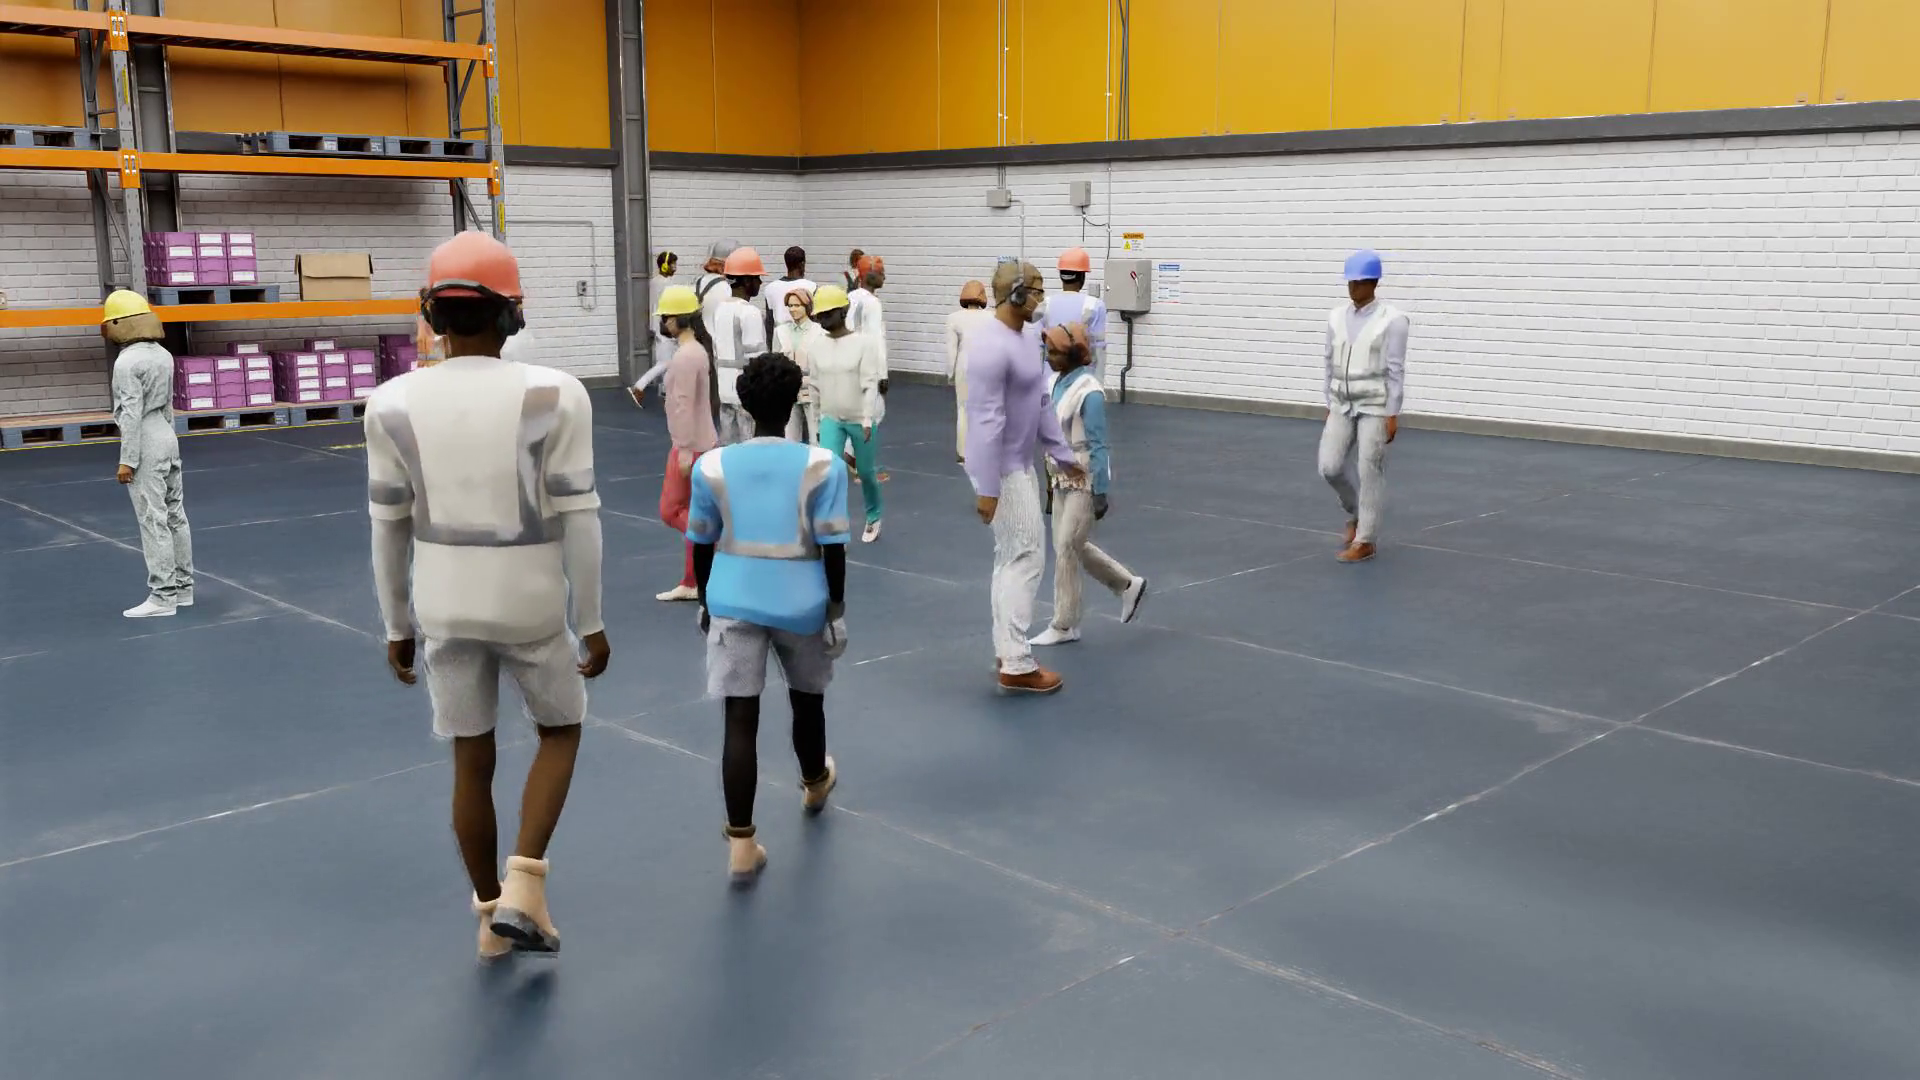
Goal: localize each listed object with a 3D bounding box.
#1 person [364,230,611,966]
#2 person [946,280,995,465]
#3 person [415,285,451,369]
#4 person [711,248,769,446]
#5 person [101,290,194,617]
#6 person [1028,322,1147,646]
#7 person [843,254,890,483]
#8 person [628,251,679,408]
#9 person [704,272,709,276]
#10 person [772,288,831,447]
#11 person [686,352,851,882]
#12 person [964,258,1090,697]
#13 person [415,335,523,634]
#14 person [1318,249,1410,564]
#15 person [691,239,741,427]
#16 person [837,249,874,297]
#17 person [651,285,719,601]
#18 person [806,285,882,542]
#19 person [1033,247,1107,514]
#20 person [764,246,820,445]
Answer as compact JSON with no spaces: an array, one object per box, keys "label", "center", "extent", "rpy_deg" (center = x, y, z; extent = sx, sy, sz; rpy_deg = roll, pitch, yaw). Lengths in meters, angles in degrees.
[{"label":"person","center":[-1.274,0.188,4.534],"extent":[0.629,2.033,0.447],"rpy_deg":[0,10,0]},{"label":"person","center":[0.128,-1.472,14.681],"extent":[0.498,1.633,0.278],"rpy_deg":[1,10,5]},{"label":"person","center":[-4.275,-1.315,13.848],"extent":[0.531,1.620,0.462],"rpy_deg":[8,13,37]},{"label":"person","center":[-1.413,-0.945,10.981],"extent":[0.355,1.939,0.543],"rpy_deg":[-8,13,-38]},{"label":"person","center":[-4.352,-0.457,8.872],"extent":[0.306,1.736,0.484],"rpy_deg":[0,10,0]},{"label":"person","center":[0.646,-0.276,8.220],"extent":[0.610,1.613,0.532],"rpy_deg":[-4,11,-22]},{"label":"person","center":[-0.739,-1.387,13.575],"extent":[0.407,1.867,0.601],"rpy_deg":[-4,11,-22]},{"label":"person","center":[-3.538,-2.442,19.424],"extent":[0.740,1.841,0.535],"rpy_deg":[-6,12,-29]},{"label":"person","center":[-3.072,-2.975,22.146],"extent":[0.630,1.898,0.788],"rpy_deg":[5,11,25]},{"label":"person","center":[-1.151,-1.026,12.231],"extent":[0.517,1.639,0.314],"rpy_deg":[4,11,23]},{"label":"person","center":[-0.617,0.210,5.453],"extent":[0.547,1.637,0.909],"rpy_deg":[1,10,3]},{"label":"person","center":[0.290,-0.279,7.409],"extent":[0.548,1.924,0.628],"rpy_deg":[2,11,11]},{"label":"person","center":[-2.470,-0.418,8.388],"extent":[0.881,1.834,0.550],"rpy_deg":[-8,13,-39]},{"label":"person","center":[2.486,-0.817,10.282],"extent":[0.465,1.934,0.608],"rpy_deg":[-10,14,-42]},{"label":"person","center":[-1.941,-1.578,14.149],"extent":[1.034,2.000,0.692],"rpy_deg":[-7,13,-34]},{"label":"person","center":[-1.363,-2.881,21.831],"extent":[0.538,1.837,0.337],"rpy_deg":[2,11,11]},{"label":"person","center":[-1.449,-0.510,9.087],"extent":[0.442,1.752,0.545],"rpy_deg":[0,10,-1]},{"label":"person","center":[-0.724,-0.785,10.701],"extent":[0.520,1.716,0.895],"rpy_deg":[3,11,16]},{"label":"person","center":[0.804,-1.146,12.075],"extent":[0.547,1.937,0.379],"rpy_deg":[4,11,21]},{"label":"person","center":[-1.551,-1.791,15.648],"extent":[0.591,1.919,0.392],"rpy_deg":[4,11,21]}]
